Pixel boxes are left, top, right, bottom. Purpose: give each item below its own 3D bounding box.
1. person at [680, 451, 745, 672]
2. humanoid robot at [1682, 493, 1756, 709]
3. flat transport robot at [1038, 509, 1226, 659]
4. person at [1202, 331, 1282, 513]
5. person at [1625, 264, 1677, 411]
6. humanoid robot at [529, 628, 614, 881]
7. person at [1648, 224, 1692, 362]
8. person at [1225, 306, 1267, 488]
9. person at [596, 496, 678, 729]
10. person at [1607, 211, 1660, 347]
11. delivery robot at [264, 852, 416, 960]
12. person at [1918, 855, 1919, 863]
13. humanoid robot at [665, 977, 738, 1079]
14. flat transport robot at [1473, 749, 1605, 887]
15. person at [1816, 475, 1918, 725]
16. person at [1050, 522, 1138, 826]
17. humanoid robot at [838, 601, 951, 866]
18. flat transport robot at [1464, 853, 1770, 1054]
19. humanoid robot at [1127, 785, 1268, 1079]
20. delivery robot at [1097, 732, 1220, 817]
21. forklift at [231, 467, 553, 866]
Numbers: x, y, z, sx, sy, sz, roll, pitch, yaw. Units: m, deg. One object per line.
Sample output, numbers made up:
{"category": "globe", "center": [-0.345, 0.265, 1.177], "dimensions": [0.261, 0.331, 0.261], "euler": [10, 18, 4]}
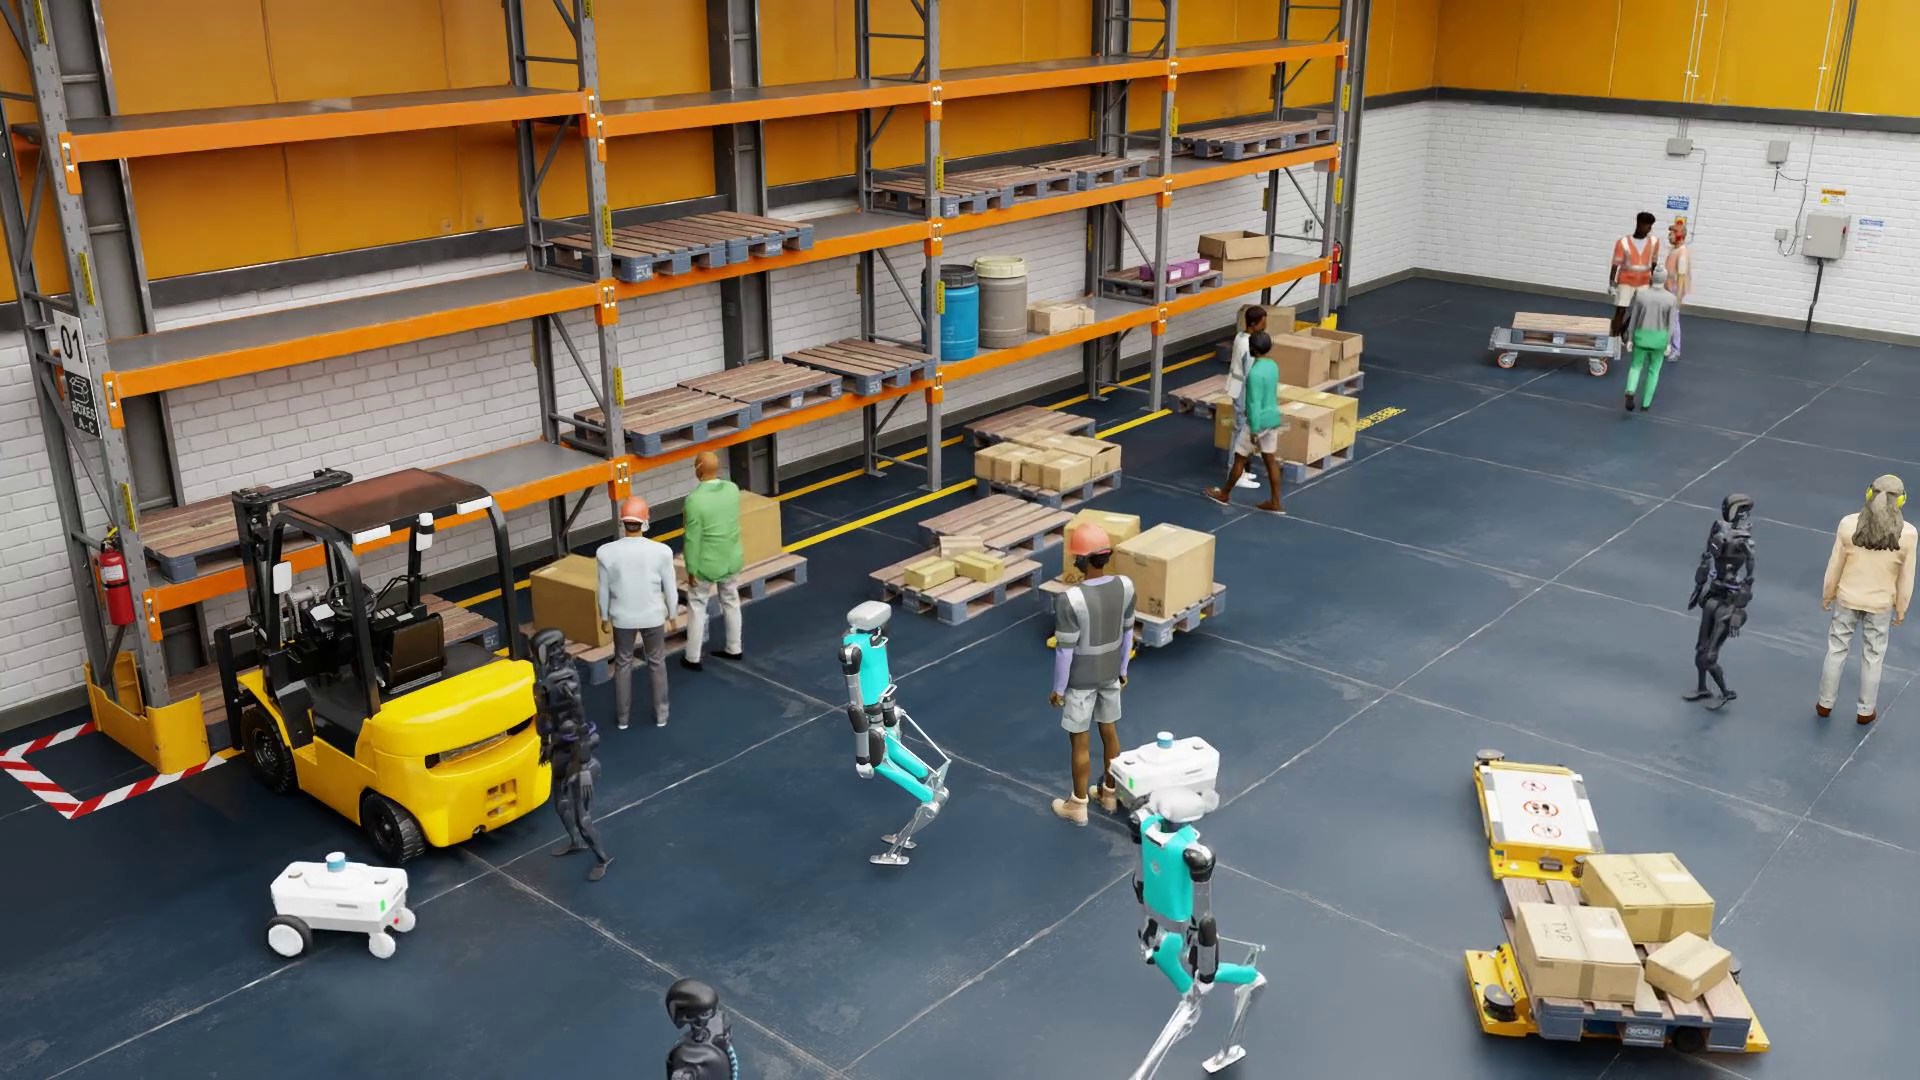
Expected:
{"category": "person", "center": [-1.932, 0.161, 12.948], "dimensions": [0.545, 1.769, 0.459], "euler": [-17, 26, -38]}
{"category": "humanoid robot", "center": [5.656, 0.441, 12.334], "dimensions": [0.378, 1.641, 0.602], "euler": [-3, 20, -7]}
{"category": "flat transport robot", "center": [1.409, 0.673, 13.726], "dimensions": [0.659, 0.231, 1.431], "euler": [16, 26, 37]}
{"category": "person", "center": [2.885, -1.183, 16.537], "dimensions": [0.871, 1.808, 0.517], "euler": [16, 26, 37]}
{"category": "person", "center": [8.207, -2.387, 19.777], "dimensions": [0.520, 1.821, 0.617], "euler": [11, 23, 27]}
{"category": "humanoid robot", "center": [-2.367, 1.275, 10.068], "dimensions": [0.372, 1.636, 0.614], "euler": [-18, 27, -40]}
{"category": "person", "center": [9.547, -3.296, 22.234], "dimensions": [0.426, 1.830, 0.618], "euler": [5, 21, 13]}
{"category": "person", "center": [2.954, -1.480, 17.202], "dimensions": [0.407, 1.908, 0.595], "euler": [-1, 20, -1]}
{"category": "person", "center": [-2.319, 0.523, 12.009], "dimensions": [0.575, 1.737, 0.351], "euler": [-3, 20, -7]}
{"category": "person", "center": [9.134, -3.506, 22.625], "dimensions": [0.682, 1.943, 0.481], "euler": [1, 20, 2]}
{"category": "delivery robot", "center": [-3.567, 2.079, 9.531], "dimensions": [0.801, 0.612, 0.499], "euler": [2, 20, 7]}
{"category": "person", "center": [6.110, 1.330, 9.627], "dimensions": [0.644, 1.881, 0.972], "euler": [-9, 22, -22]}
{"category": "humanoid robot", "center": [-0.959, 2.492, 6.813], "dimensions": [0.480, 1.648, 0.583], "euler": [4, 21, 11]}
{"category": "flat transport robot", "center": [3.712, 1.786, 10.712], "dimensions": [0.659, 0.231, 1.431], "euler": [4, 21, 11]}
{"category": "person", "center": [6.557, 0.437, 12.051], "dimensions": [0.566, 1.875, 0.390], "euler": [12, 23, 29]}
{"category": "person", "center": [0.830, 0.858, 10.676], "dimensions": [0.606, 2.040, 0.375], "euler": [-13, 24, -31]}
{"category": "humanoid robot", "center": [-0.334, 1.191, 10.016], "dimensions": [0.735, 1.673, 0.533], "euler": [7, 21, 18]}
{"category": "flat transport robot", "center": [3.506, 2.437, 8.949], "dimensions": [1.431, 0.231, 0.659], "euler": [2, 20, 7]}
{"category": "humanoid robot", "center": [1.200, 1.953, 8.181], "dimensions": [0.994, 1.752, 0.535], "euler": [-13, 24, -32]}
{"category": "delivery robot", "center": [1.323, 1.557, 10.928], "dimensions": [0.804, 0.600, 0.499], "euler": [-9, 22, -22]}
{"category": "forklift", "center": [-3.730, 0.710, 10.856], "dimensions": [2.313, 2.155, 1.214], "euler": [17, 26, 38]}
